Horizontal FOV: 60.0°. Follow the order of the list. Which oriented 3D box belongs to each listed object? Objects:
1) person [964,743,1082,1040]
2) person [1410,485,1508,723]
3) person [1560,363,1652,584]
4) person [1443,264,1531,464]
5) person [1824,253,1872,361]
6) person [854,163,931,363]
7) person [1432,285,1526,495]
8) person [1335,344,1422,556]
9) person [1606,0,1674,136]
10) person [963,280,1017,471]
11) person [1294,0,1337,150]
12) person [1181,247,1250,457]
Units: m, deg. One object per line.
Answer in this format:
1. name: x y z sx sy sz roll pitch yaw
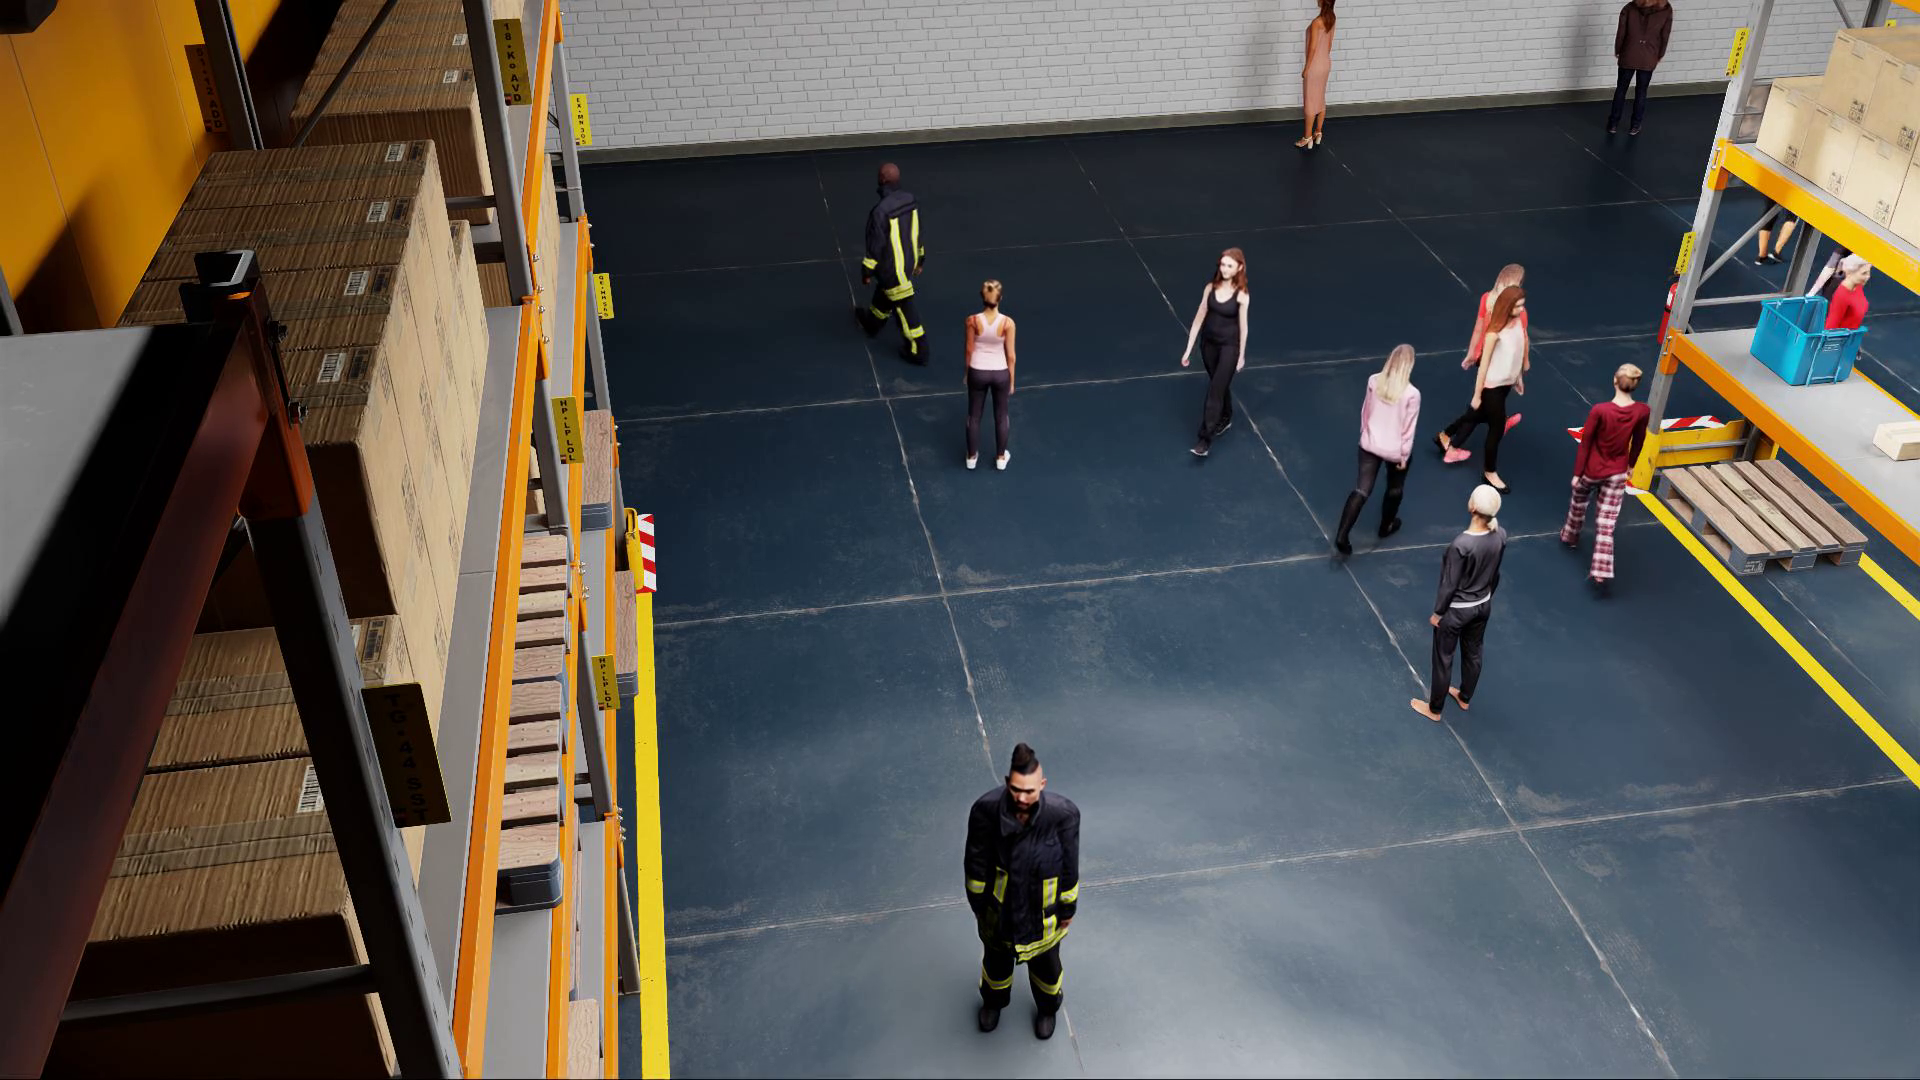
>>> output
1. person: 0.330 1.750 8.343 0.817 1.858 0.794 4 34 6
2. person: 3.190 0.392 10.504 0.652 1.727 0.610 -15 36 -21
3. person: 4.609 -0.455 11.837 0.790 1.662 1.128 2 34 2
4. person: 4.161 -1.348 13.202 0.874 1.639 1.135 -16 37 -23
5. person: 6.967 -1.566 13.528 1.127 1.641 1.128 18 38 25
6. person: -0.499 -2.423 14.693 1.307 1.778 1.217 24 40 31
7. person: 4.106 -1.240 12.987 1.115 1.698 0.977 26 42 33
8. person: 3.043 -0.632 12.106 1.070 1.659 1.067 25 41 33
9. person: 7.995 -5.713 19.580 0.874 1.848 0.882 12 35 17
10. person: 0.232 -1.301 13.117 0.633 1.653 0.617 3 34 4
11. person: 4.130 -5.449 19.197 0.665 1.832 0.683 -28 43 -35
12. person: 2.154 -1.586 13.493 1.025 1.713 1.040 24 41 32
